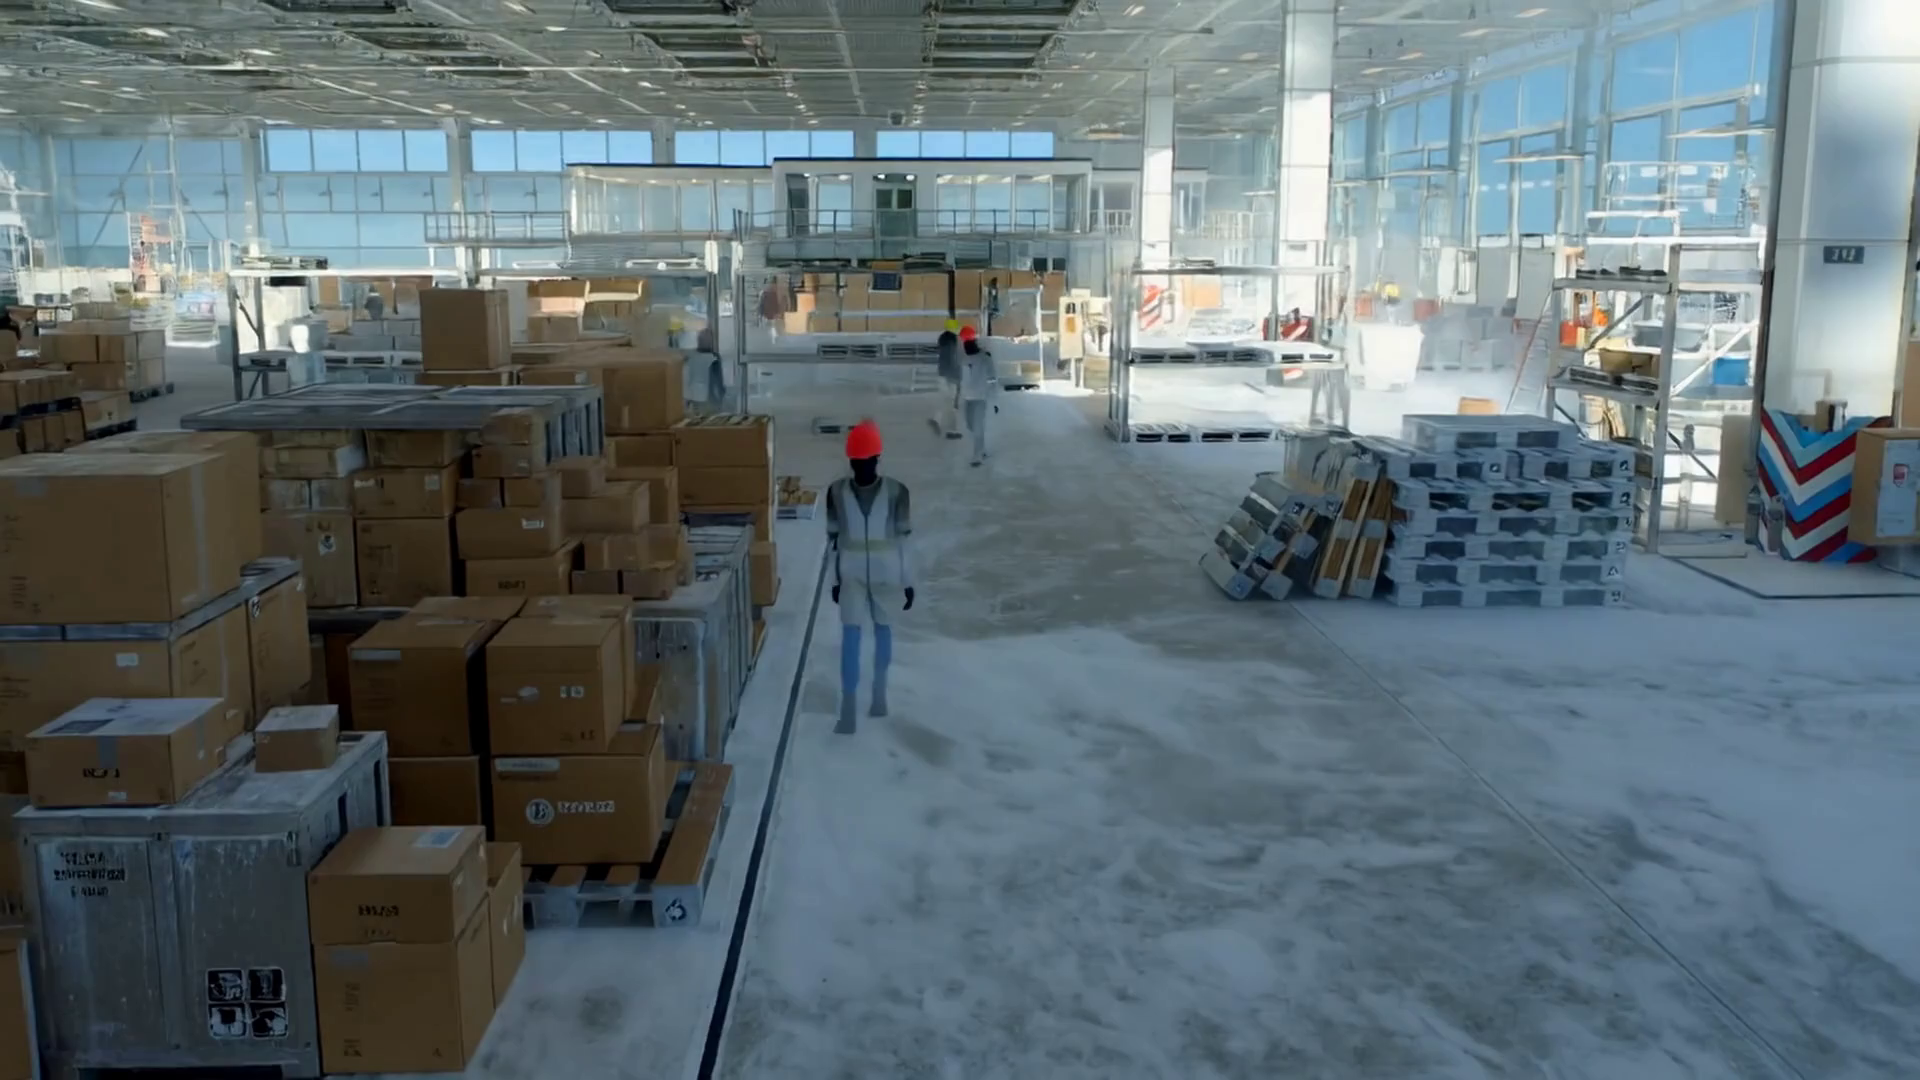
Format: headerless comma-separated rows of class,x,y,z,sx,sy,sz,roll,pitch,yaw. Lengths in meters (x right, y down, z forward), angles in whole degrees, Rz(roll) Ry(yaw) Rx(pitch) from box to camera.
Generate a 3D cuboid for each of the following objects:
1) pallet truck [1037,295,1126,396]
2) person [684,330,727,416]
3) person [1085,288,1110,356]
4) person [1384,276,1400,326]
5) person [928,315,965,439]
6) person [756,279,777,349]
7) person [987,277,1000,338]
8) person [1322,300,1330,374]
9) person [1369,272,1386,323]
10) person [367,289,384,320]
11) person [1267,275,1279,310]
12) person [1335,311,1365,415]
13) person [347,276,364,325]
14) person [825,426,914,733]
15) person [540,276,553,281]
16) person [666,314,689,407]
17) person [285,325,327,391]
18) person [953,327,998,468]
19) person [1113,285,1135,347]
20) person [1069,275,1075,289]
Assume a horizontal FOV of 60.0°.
pallet truck,2.483,-3.881,33.060,1.885,1.965,0.823,-7,13,-36
person,-3.327,-1.852,22.106,1.011,1.866,0.618,-10,14,-43
person,3.676,-5.832,44.529,0.639,1.795,0.976,1,10,8
person,14.598,-7.997,56.293,0.682,1.879,0.813,-6,12,-29
person,-0.161,-2.507,25.619,0.494,1.920,0.646,-6,12,-29
person,-5.481,-6.378,47.050,0.803,1.964,0.643,10,14,44
person,1.067,-7.301,52.313,0.371,1.932,0.628,4,11,20
person,8.357,-4.659,38.228,0.540,1.696,0.317,0,10,-3
person,14.997,-8.639,59.713,0.607,1.943,0.403,7,12,35
person,-15.252,-5.639,43.411,0.939,1.837,0.526,10,14,43
person,13.907,-11.151,73.646,0.621,1.974,0.672,0,10,3
person,6.799,-3.079,29.090,0.516,1.811,0.838,-1,10,-7
person,-21.944,-8.828,60.487,0.605,2.045,0.387,4,11,21
person,-0.567,0.247,10.334,0.570,1.891,0.941,0,10,2
person,-17.505,-10.511,70.407,0.591,1.837,0.946,1,10,5
person,-5.125,-3.215,30.068,0.493,1.741,0.328,5,11,26
person,-8.632,-1.865,21.971,0.605,1.955,0.376,3,11,15
person,0.232,-1.946,22.583,0.613,1.894,0.747,7,12,33
person,4.282,-5.735,43.693,0.629,1.895,0.815,0,10,2
person,3.956,-8.817,61.125,0.923,1.814,0.615,-4,11,-23
